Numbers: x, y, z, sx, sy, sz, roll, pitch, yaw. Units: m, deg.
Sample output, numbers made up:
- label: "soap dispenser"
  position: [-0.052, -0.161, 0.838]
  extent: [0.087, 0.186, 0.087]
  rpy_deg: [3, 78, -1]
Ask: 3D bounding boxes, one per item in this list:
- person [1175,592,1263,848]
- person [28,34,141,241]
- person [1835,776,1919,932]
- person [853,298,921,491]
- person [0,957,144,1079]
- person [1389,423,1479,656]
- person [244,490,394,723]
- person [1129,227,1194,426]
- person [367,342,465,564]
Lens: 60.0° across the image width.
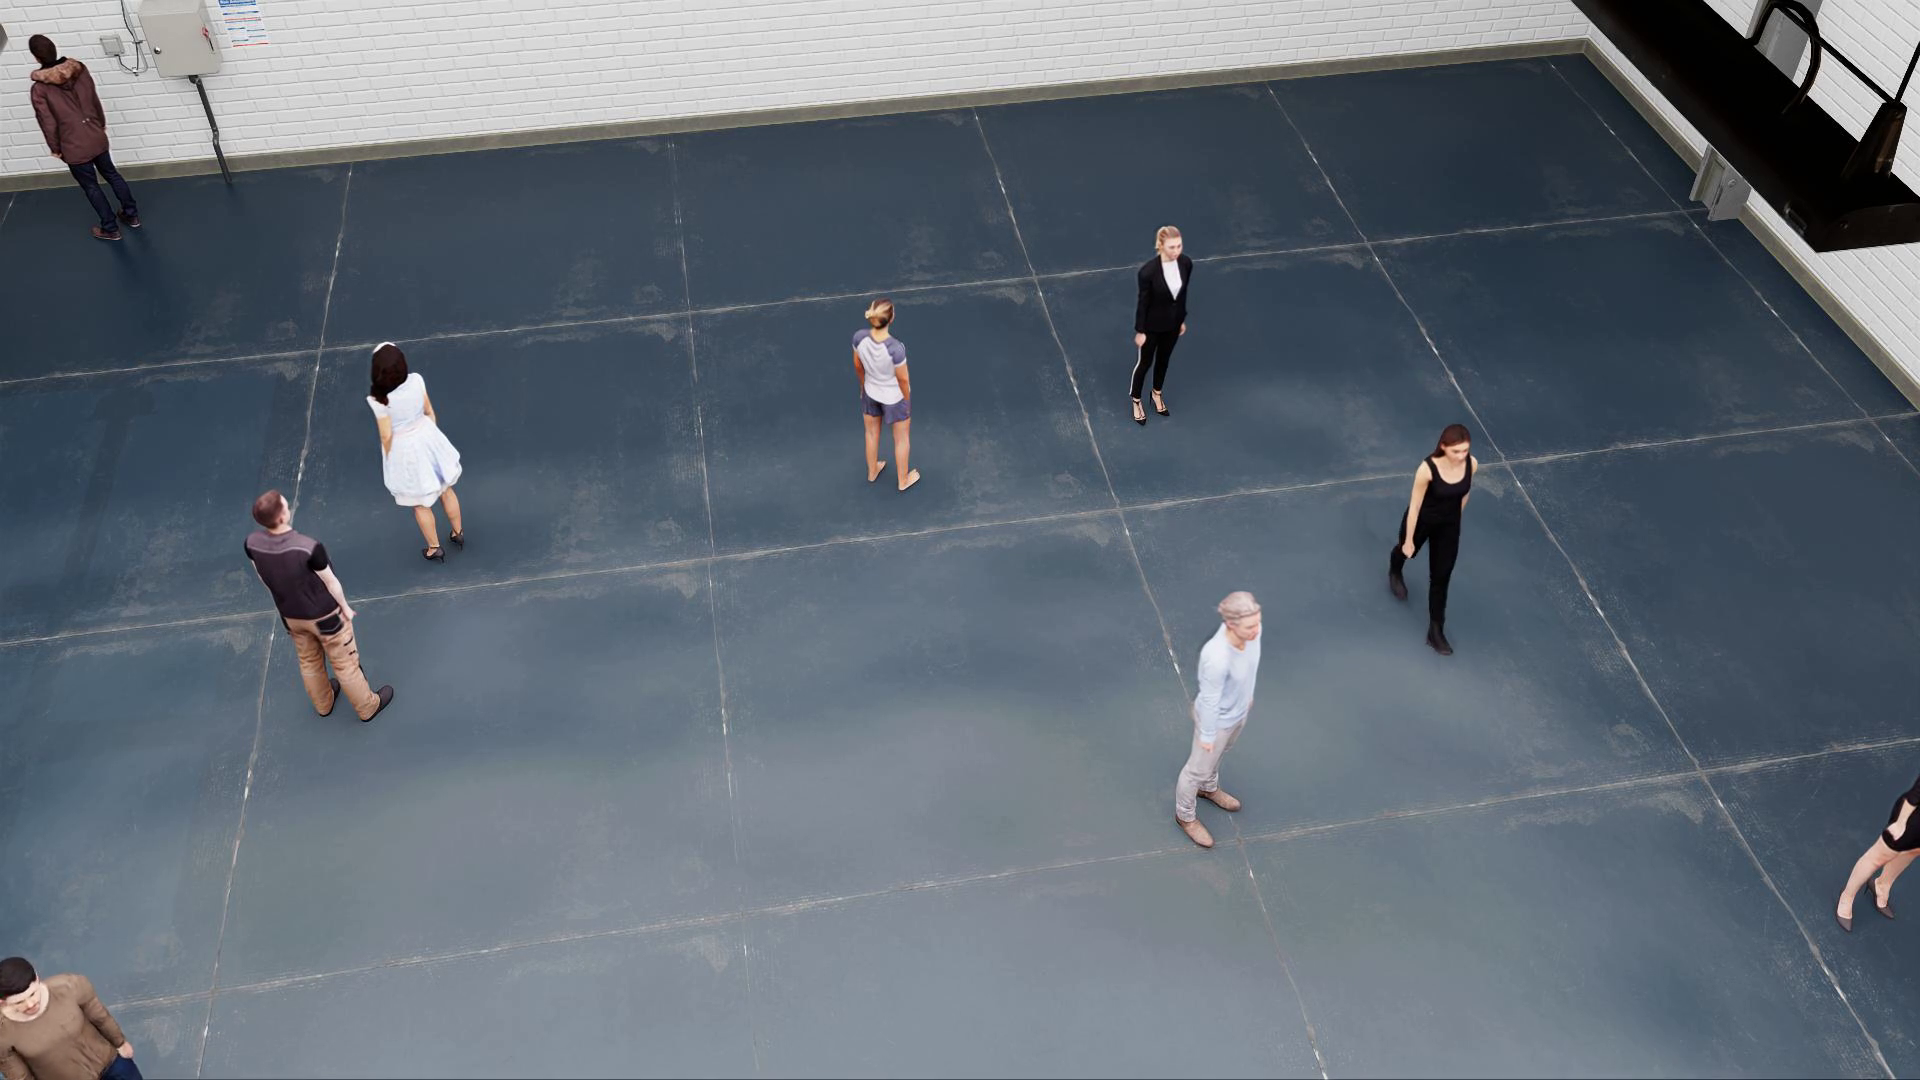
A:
- label: "person"
  position: [1.499, 0.980, 9.535]
  extent: [0.791, 1.892, 0.743]
  rpy_deg: [28, 50, 26]
- label: "person"
  position: [-7.510, -3.433, 14.202]
  extent: [0.931, 1.845, 0.836]
  rpy_deg: [19, 47, 19]
- label: "person"
  position: [5.258, 1.501, 9.051]
  extent: [0.590, 1.806, 0.503]
  rpy_deg: [-9, 44, -10]
- label: "person"
  position: [-0.531, -1.037, 11.846]
  extent: [0.676, 1.625, 0.710]
  rpy_deg: [18, 46, 18]
- label: "person"
  position: [-4.236, 2.495, 7.956]
  extent: [0.780, 1.878, 0.813]
  rpy_deg: [-28, 50, -26]
- label: "person"
  position: [3.047, -0.133, 10.889]
  extent: [0.610, 1.636, 1.107]
  rpy_deg: [-8, 44, -8]
- label: "person"
  position: [-3.979, 0.413, 10.168]
  extent: [0.762, 1.841, 0.731]
  rpy_deg: [9, 44, 9]
- label: "person"
  position: [1.493, -1.604, 12.383]
  extent: [0.668, 1.705, 0.621]
  rpy_deg: [-19, 47, -19]
- label: "person"
  position: [-3.665, -0.579, 11.226]
  extent: [0.906, 1.818, 0.854]
  rpy_deg: [33, 53, 30]
